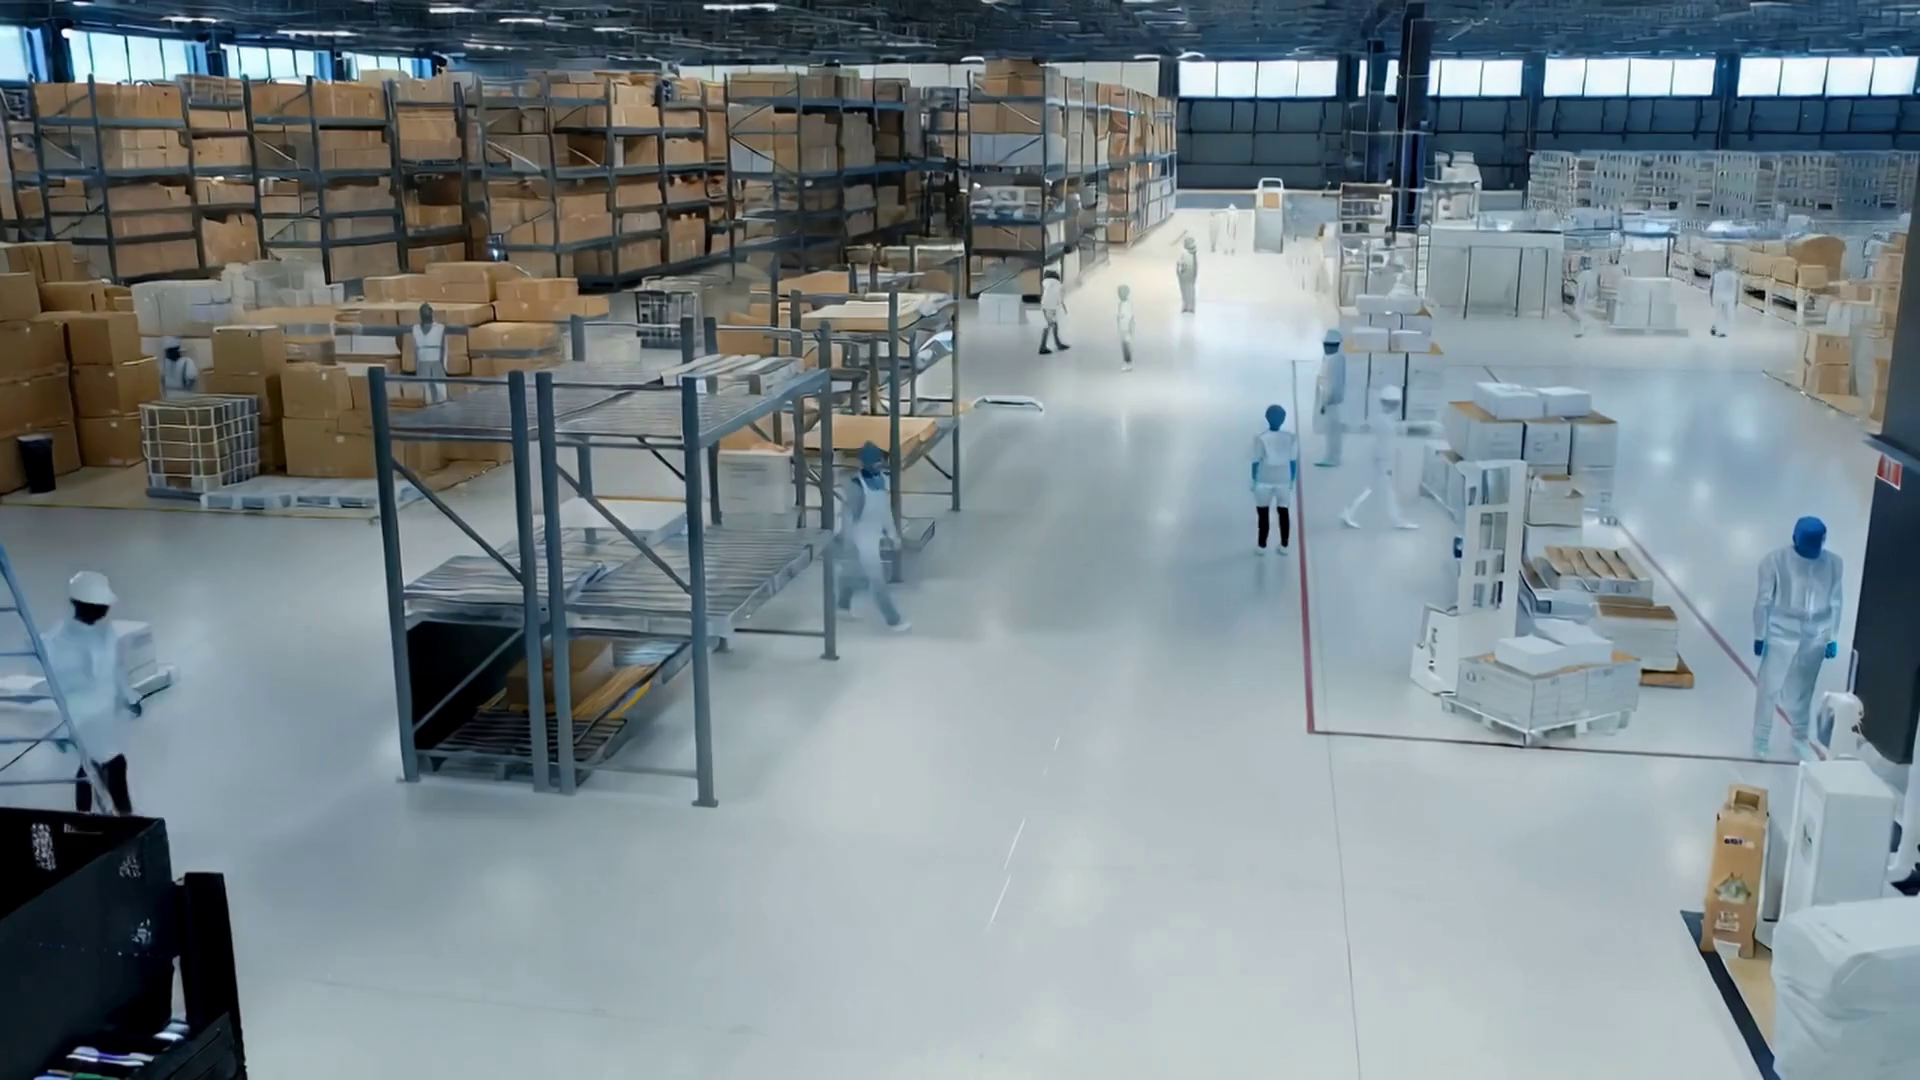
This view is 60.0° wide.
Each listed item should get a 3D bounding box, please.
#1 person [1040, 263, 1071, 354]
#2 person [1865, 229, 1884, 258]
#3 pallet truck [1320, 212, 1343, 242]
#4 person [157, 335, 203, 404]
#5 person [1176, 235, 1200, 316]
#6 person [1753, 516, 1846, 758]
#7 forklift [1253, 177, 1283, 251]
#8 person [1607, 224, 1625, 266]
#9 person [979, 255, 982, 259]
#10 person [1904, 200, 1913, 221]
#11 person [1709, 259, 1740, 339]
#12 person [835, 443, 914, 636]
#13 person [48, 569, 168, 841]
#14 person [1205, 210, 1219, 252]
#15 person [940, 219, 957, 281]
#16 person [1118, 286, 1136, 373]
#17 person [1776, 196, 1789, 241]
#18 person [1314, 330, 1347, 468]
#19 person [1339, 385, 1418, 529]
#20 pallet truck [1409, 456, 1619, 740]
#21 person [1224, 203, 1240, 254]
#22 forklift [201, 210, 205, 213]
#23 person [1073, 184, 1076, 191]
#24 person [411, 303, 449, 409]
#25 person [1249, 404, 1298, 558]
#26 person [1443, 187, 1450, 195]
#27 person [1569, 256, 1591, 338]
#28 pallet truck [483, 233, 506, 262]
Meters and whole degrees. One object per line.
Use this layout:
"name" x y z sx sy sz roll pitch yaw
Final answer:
"person" 2.041 -4.882 35.051 0.944 1.892 0.557 -8 16 -28
"person" 27.081 -8.323 49.331 0.528 1.755 0.370 2 14 8
"pallet truck" 15.874 -13.227 70.310 0.680 1.201 1.601 10 17 35
"person" -10.806 -1.961 23.237 0.559 1.897 0.914 2 14 9
"person" 5.719 -6.696 42.117 0.535 2.000 0.686 12 18 40
"person" 6.243 0.724 12.402 0.626 1.844 0.429 1 14 4
"forklift" 12.083 -12.747 64.956 1.129 2.768 1.873 3 14 10
"person" 21.391 -9.494 54.275 0.548 1.640 0.884 2 14 10
"person" 0.839 -9.281 53.315 0.535 1.700 0.318 -8 16 -28
"person" 39.269 -13.105 68.610 0.658 1.809 0.602 1 14 3
"person" 17.298 -5.466 37.652 0.626 1.778 0.933 4 14 16
"person" -0.856 -0.036 15.634 1.018 1.790 0.541 10 17 35
"person" -5.522 1.092 10.777 0.797 1.895 0.696 0 14 0
"person" 9.778 -11.978 64.493 0.520 1.591 0.858 8 16 29
"person" -0.298 -9.046 51.938 0.651 1.906 0.402 -8 16 -29
"person" 3.226 -4.109 32.397 0.415 1.666 0.643 -3 14 -13
"person" 35.010 -13.654 70.684 0.448 1.891 0.648 6 15 23
"person" 5.153 -1.956 23.106 0.382 1.928 0.587 9 17 34
"person" 4.933 -0.965 19.501 0.893 1.726 0.538 3 14 13
"pallet truck" 4.504 0.400 13.395 0.823 1.965 1.885 -6 15 -23
"person" 10.296 -11.799 63.050 0.630 1.940 0.372 -2 14 -9
"forklift" -26.119 -10.718 56.720 1.129 2.768 1.873 3 14 10
"person" 5.873 -17.061 84.388 0.390 1.949 0.602 -9 17 -34
"person" -8.517 -2.851 26.758 0.597 1.917 0.378 1 14 5
"person" 3.431 -0.643 18.251 0.540 1.695 0.317 -3 14 -12
"person" 23.522 -16.150 80.595 0.376 1.995 0.612 -9 17 -33
"person" 14.029 -5.494 37.602 0.414 1.858 0.524 3 14 12
"pallet truck" -11.832 -7.026 43.548 1.885 1.965 0.823 8 16 28
